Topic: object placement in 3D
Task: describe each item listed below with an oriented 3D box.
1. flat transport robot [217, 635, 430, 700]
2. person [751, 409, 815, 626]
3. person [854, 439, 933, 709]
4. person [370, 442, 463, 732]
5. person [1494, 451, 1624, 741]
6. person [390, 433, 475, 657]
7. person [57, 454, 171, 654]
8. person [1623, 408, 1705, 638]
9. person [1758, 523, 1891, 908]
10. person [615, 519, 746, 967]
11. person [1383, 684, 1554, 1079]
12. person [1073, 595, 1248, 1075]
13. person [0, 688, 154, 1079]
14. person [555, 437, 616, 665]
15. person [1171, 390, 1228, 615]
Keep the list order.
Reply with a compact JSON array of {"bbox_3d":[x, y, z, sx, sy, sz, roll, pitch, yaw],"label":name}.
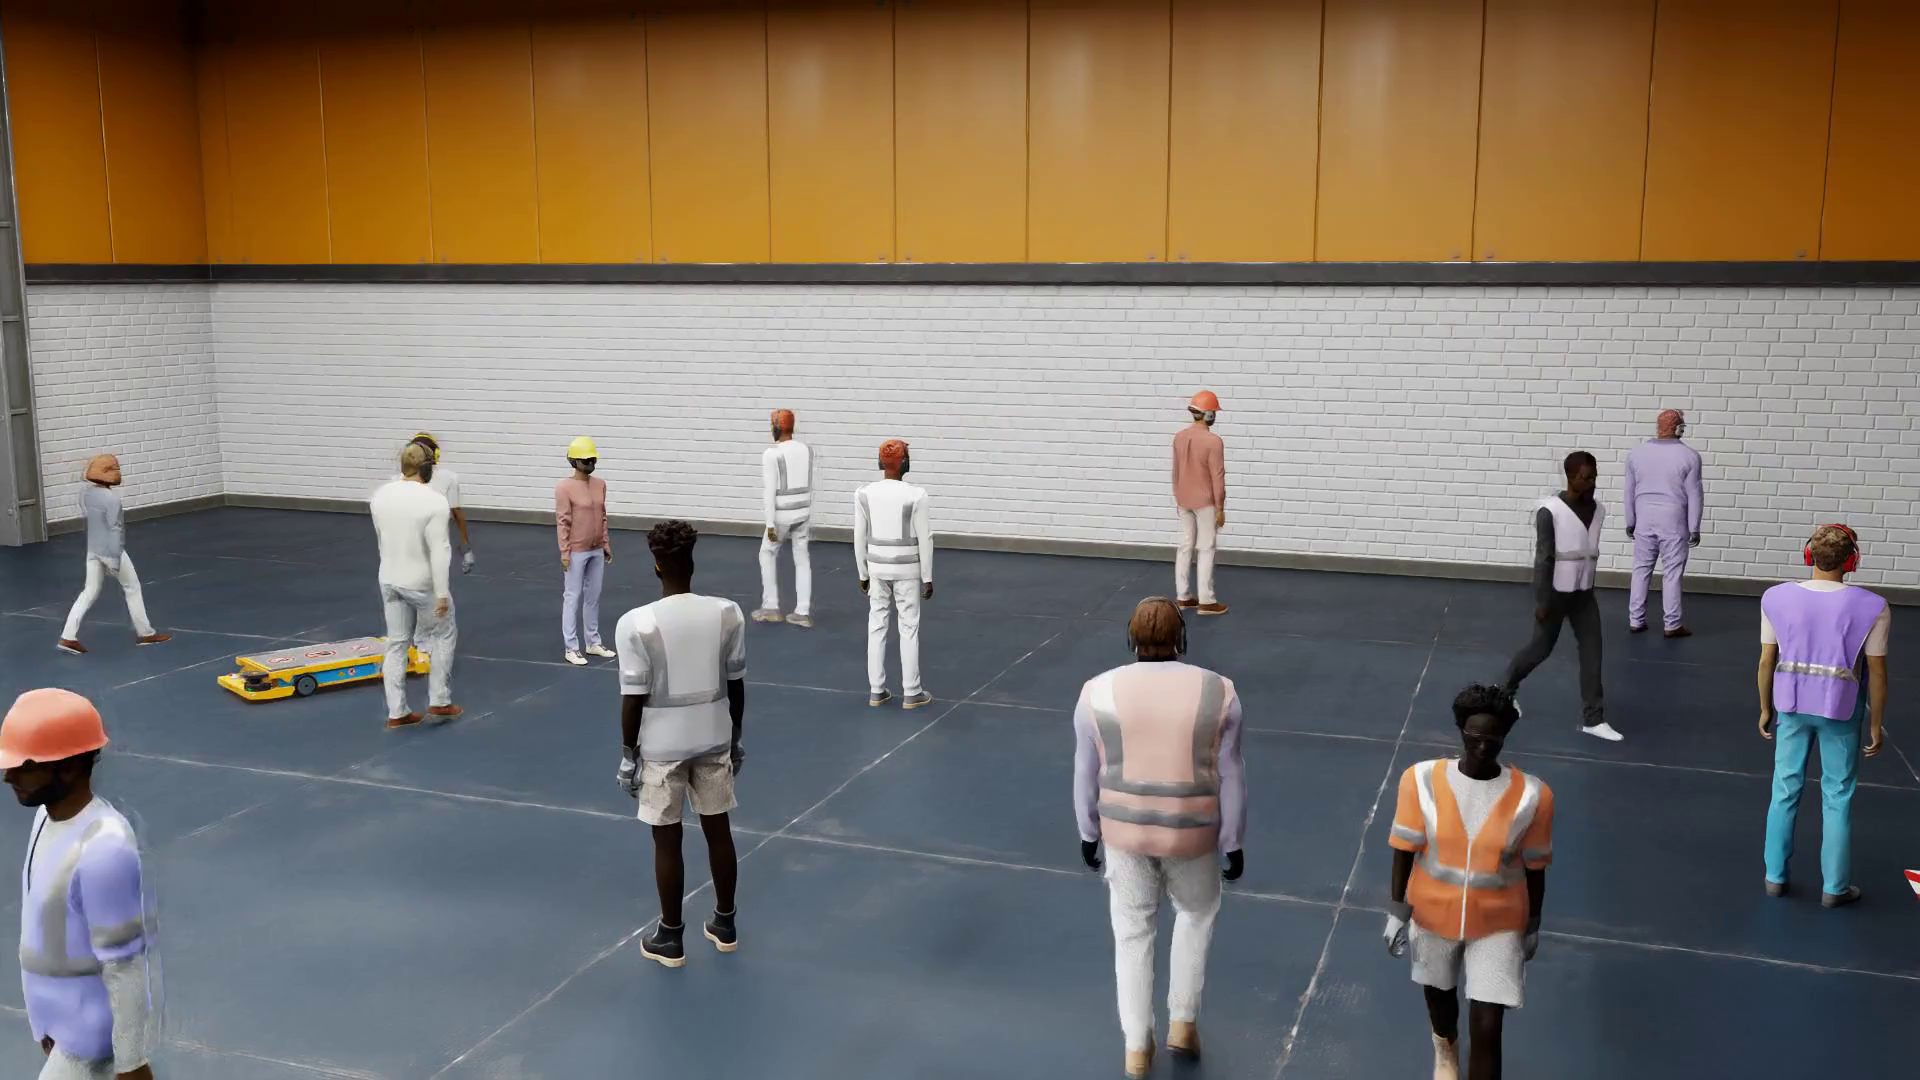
[{"bbox_3d":[-4.654,0.923,12.315,1.431,0.197,0.652,-8,12,-42],"label":"flat transport robot"},{"bbox_3d":[-1.528,-0.204,14.361,0.599,1.858,0.711,-9,13,-43],"label":"person"},{"bbox_3d":[-0.451,0.238,11.582,0.574,1.883,0.356,3,10,20],"label":"person"},{"bbox_3d":[-3.602,0.304,11.082,0.662,1.914,0.646,3,10,20],"label":"person"},{"bbox_3d":[3.983,0.329,11.043,0.605,1.884,0.958,-5,10,-28],"label":"person"},{"bbox_3d":[-4.034,0.101,12.581,0.683,1.829,0.674,-2,9,-12],"label":"person"},{"bbox_3d":[-6.840,0.101,13.304,0.499,1.595,0.837,6,11,31],"label":"person"},{"bbox_3d":[5.879,-0.144,13.882,0.403,1.906,0.652,-8,12,-42],"label":"person"},{"bbox_3d":[4.110,0.839,7.967,0.567,1.846,0.388,7,12,38],"label":"person"},{"bbox_3d":[-1.220,0.886,7.309,0.609,1.963,0.367,-6,11,-33],"label":"person"},{"bbox_3d":[1.769,1.281,5.790,0.530,1.660,0.849,4,10,22],"label":"person"},{"bbox_3d":[0.758,1.111,6.336,0.659,1.824,0.494,2,9,10],"label":"person"},{"bbox_3d":[-2.420,1.328,4.740,0.927,1.908,0.549,-7,12,-38],"label":"person"},{"bbox_3d":[-2.910,0.078,12.936,0.311,1.768,0.533,5,11,30],"label":"person"},{"bbox_3d":[2.142,-0.336,14.795,0.390,1.993,0.622,-7,11,-35],"label":"person"}]
